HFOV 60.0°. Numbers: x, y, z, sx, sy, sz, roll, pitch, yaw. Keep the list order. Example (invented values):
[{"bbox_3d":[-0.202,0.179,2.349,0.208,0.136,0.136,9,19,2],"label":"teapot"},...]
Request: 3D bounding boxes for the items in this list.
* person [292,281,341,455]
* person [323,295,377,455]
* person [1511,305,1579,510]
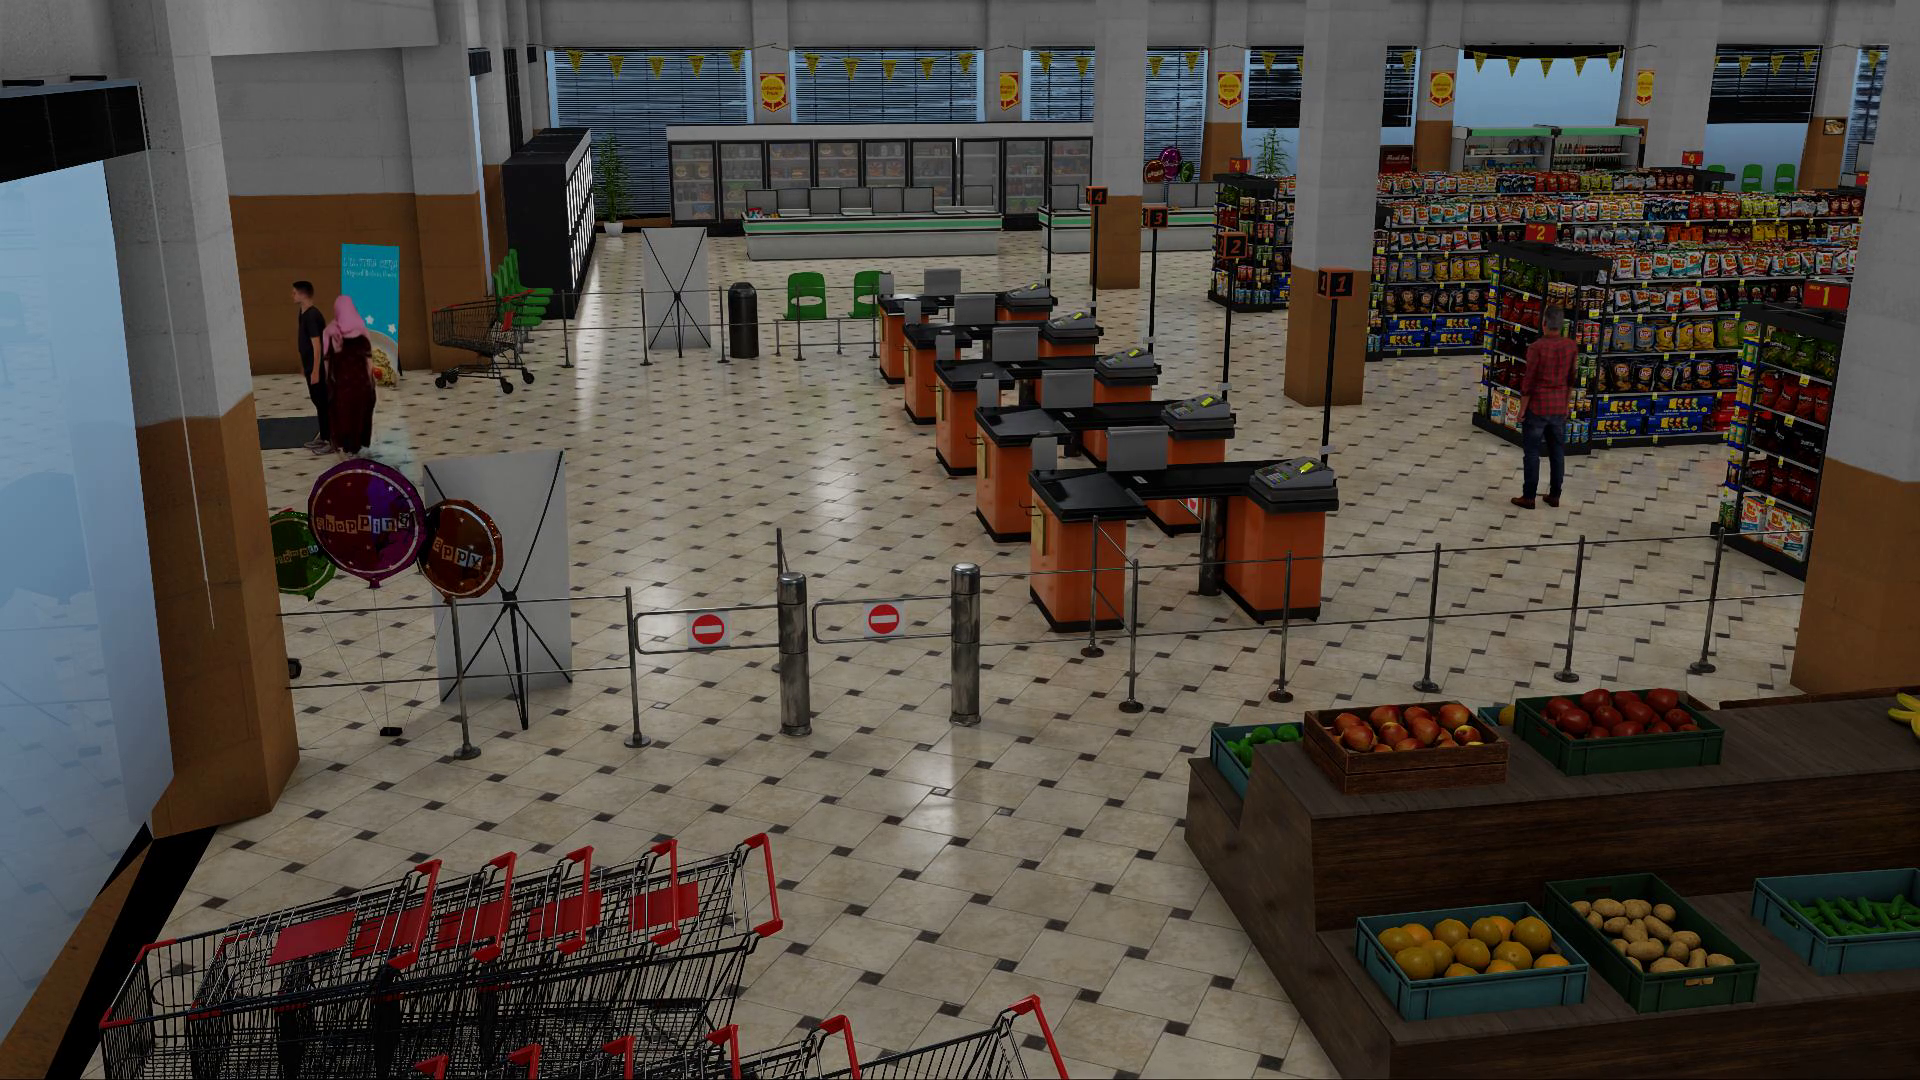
[{"bbox_3d":[-6.565,-1.763,16.941,0.672,1.762,0.704,-11,20,-31],"label":"person"},{"bbox_3d":[-6.149,-1.638,16.782,0.726,1.615,0.718,-5,18,-15],"label":"person"},{"bbox_3d":[5.270,-1.201,14.972,0.491,1.830,0.753,-4,17,-13],"label":"person"}]
